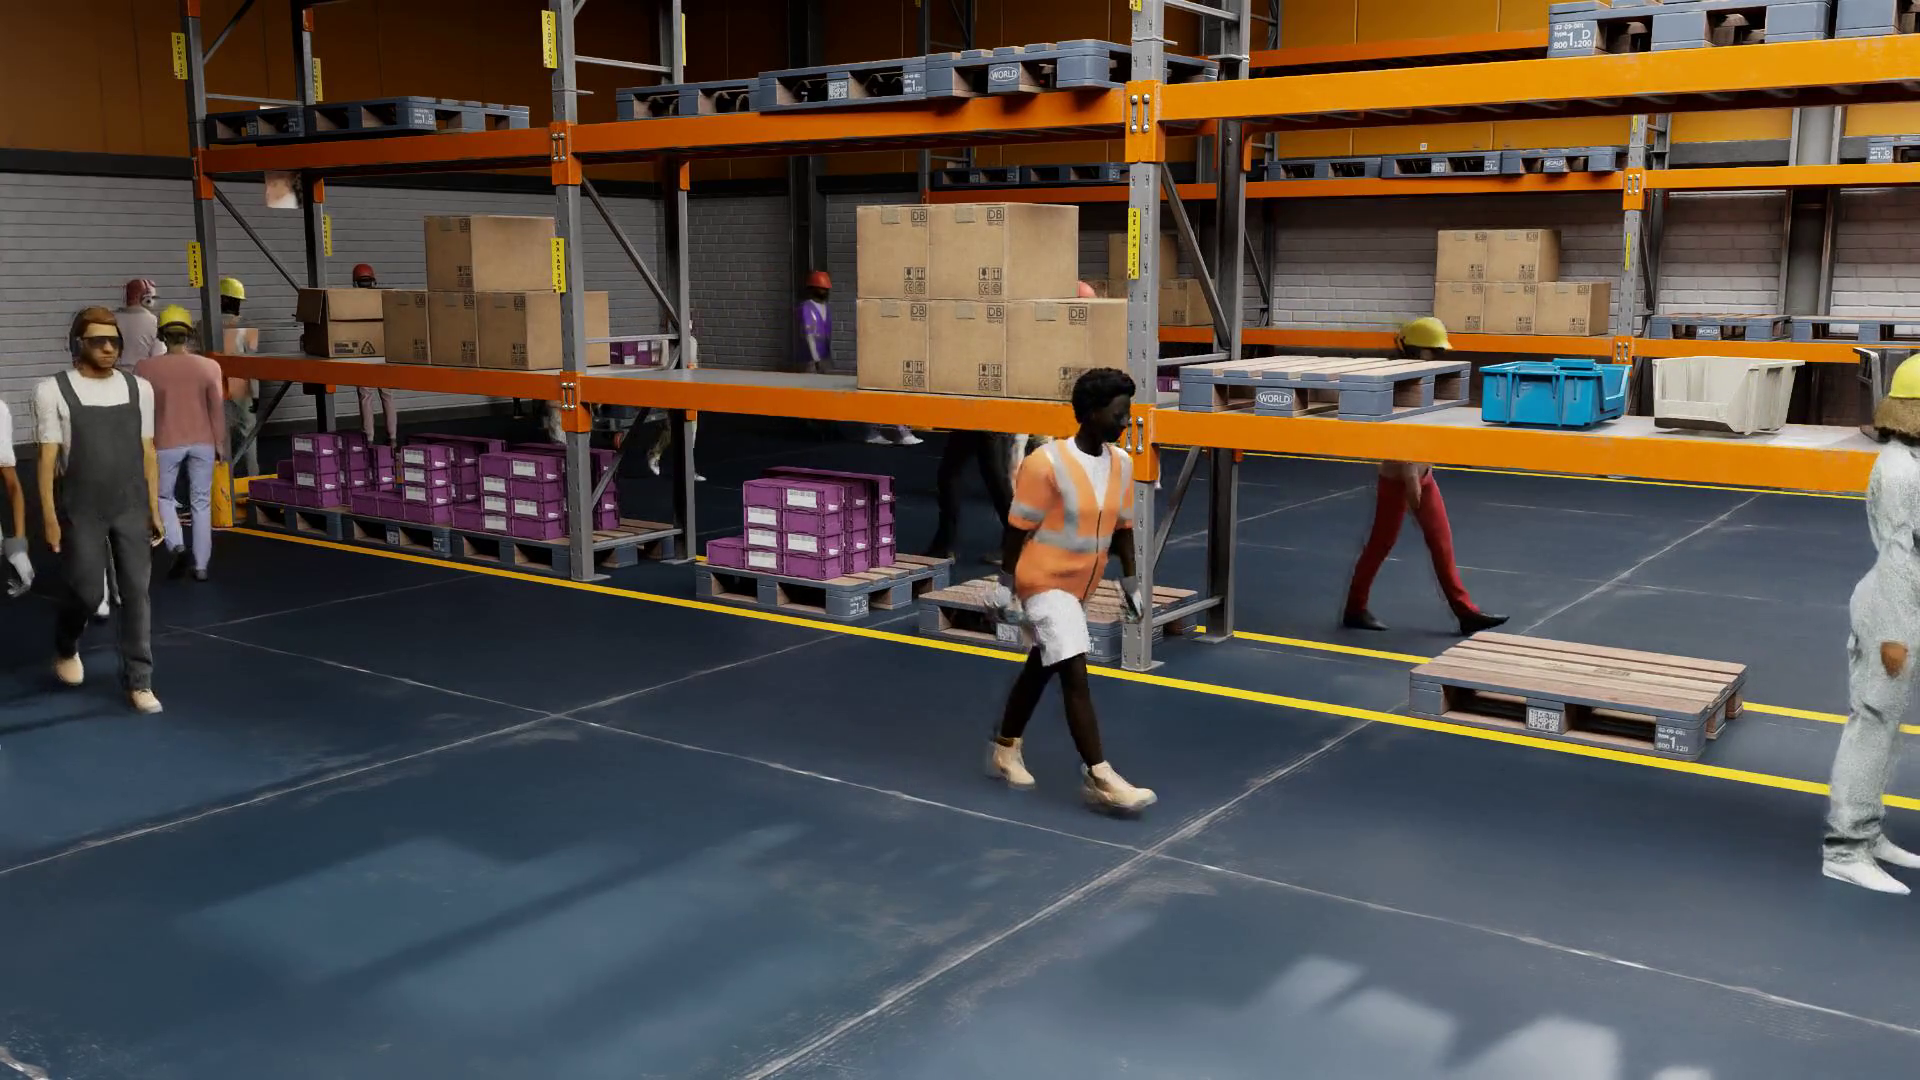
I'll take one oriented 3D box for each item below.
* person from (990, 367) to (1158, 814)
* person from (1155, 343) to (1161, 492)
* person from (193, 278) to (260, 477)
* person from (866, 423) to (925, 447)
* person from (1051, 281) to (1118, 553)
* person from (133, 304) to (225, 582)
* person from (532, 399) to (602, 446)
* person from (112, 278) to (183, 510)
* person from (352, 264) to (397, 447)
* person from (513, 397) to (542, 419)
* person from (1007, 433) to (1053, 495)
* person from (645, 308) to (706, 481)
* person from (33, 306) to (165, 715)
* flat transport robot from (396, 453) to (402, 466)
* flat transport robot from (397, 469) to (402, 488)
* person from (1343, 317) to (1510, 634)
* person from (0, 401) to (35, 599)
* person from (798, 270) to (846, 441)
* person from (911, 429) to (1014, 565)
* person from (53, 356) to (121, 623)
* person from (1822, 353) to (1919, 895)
[{"bbox_3d":[0.428,0.178,6.153,0.879,1.628,0.544,8,13,41],"label":"person"},{"bbox_3d":[1.561,-1.196,14.444,0.395,1.655,0.524,6,11,34],"label":"person"},{"bbox_3d":[-6.374,-1.334,14.479,0.599,1.882,0.948,0,10,-1],"label":"person"},{"bbox_3d":[-0.682,-1.947,18.123,0.839,1.873,0.665,2,10,14],"label":"person"},{"bbox_3d":[0.855,-0.852,11.600,0.562,1.884,1.017,-9,13,-42],"label":"person"},{"bbox_3d":[-4.847,-0.585,10.378,0.525,1.759,0.444,-7,12,-34],"label":"person"},{"bbox_3d":[-3.242,-1.083,13.703,0.549,1.612,0.586,-4,10,-23],"label":"person"},{"bbox_3d":[-6.555,-1.147,13.359,0.662,1.883,0.571,1,10,9],"label":"person"},{"bbox_3d":[-6.375,-1.977,17.955,0.614,1.990,0.392,-9,13,-44],"label":"person"},{"bbox_3d":[-5.562,-2.526,21.303,0.611,1.965,0.362,2,10,14],"label":"person"},{"bbox_3d":[0.619,-1.201,13.786,0.627,1.844,0.429,-4,11,-25],"label":"person"},{"bbox_3d":[-2.611,-1.337,15.262,0.476,1.620,0.508,5,11,25],"label":"person"},{"bbox_3d":[-3.893,-0.139,7.502,0.660,1.832,0.513,8,13,41],"label":"person"},{"bbox_3d":[-5.160,-0.638,15.100,0.652,0.197,1.431,-3,10,-19],"label":"flat transport robot"},{"bbox_3d":[-4.569,-0.491,14.222,1.431,0.197,0.652,-3,10,-19],"label":"flat transport robot"},{"bbox_3d":[2.501,-0.327,8.955,0.878,1.719,0.537,8,12,38],"label":"person"},{"bbox_3d":[-3.906,0.050,6.457,0.501,1.808,1.024,-6,11,-34],"label":"person"},{"bbox_3d":[-1.553,-2.050,18.631,0.619,1.911,0.549,7,12,37],"label":"person"},{"bbox_3d":[0.050,-0.783,11.058,0.888,1.920,0.638,3,10,19],"label":"person"},{"bbox_3d":[-4.887,-0.346,9.431,0.513,1.599,0.845,-6,11,-31],"label":"person"},{"bbox_3d":[3.058,0.258,5.391,0.317,1.744,0.491,7,12,35],"label":"person"}]
